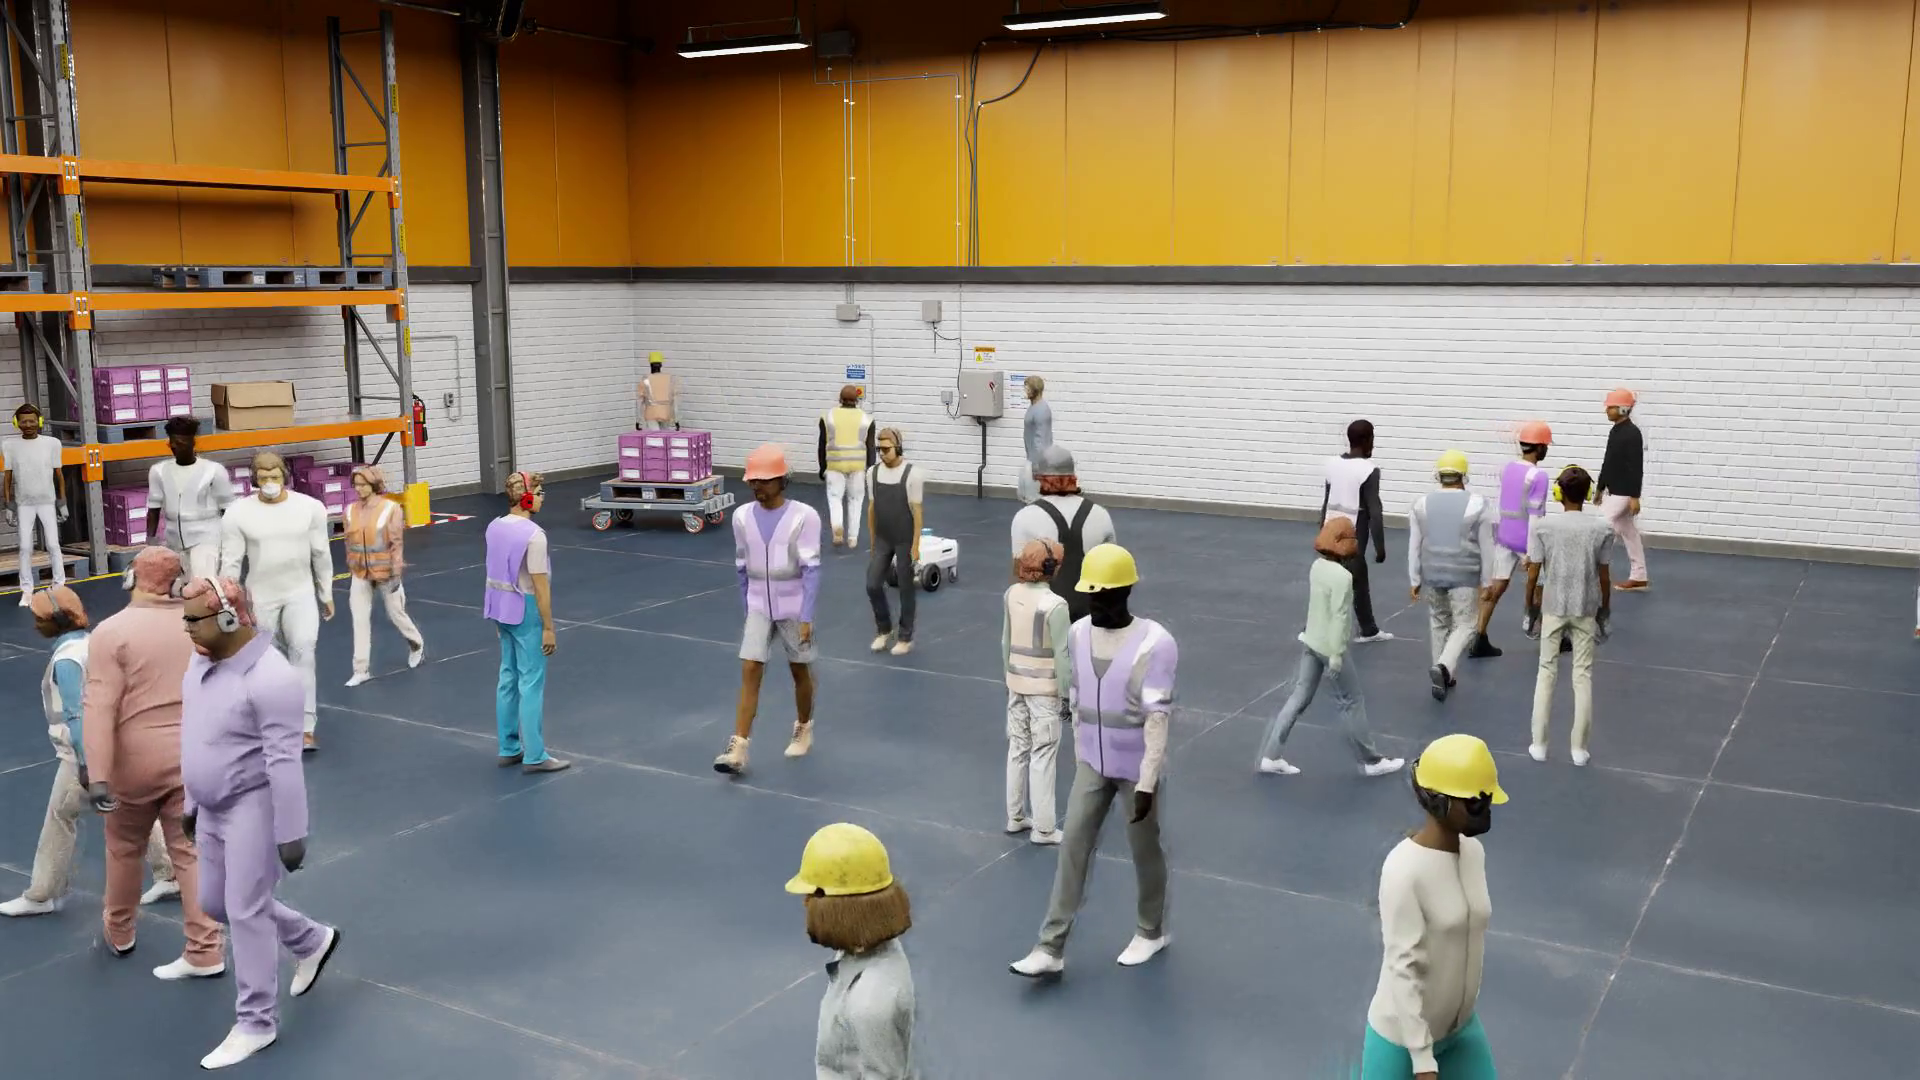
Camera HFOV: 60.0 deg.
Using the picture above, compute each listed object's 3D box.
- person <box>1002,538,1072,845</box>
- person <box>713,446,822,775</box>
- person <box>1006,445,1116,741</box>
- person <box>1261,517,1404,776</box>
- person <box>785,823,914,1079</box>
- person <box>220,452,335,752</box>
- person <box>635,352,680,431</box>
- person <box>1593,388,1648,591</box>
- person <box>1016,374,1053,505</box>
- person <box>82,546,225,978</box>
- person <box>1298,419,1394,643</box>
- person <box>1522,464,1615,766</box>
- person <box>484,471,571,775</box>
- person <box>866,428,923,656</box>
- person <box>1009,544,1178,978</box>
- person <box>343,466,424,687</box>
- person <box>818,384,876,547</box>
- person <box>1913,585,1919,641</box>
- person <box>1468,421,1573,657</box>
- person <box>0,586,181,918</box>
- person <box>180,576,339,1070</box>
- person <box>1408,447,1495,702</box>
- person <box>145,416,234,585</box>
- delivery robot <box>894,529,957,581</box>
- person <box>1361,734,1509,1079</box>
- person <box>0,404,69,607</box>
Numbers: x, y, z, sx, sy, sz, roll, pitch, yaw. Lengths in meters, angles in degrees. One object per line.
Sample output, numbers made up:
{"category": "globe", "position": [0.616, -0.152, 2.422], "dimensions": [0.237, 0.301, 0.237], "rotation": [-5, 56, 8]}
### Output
{"category": "person", "position": [0.414, 0.805, 8.865], "dimensions": [0.313, 1.635, 0.542], "rotation": [-6, 11, -34]}
{"category": "person", "position": [-1.154, 0.437, 10.070], "dimensions": [0.615, 1.989, 1.045], "rotation": [3, 10, 17]}
{"category": "person", "position": [0.639, 0.371, 10.306], "dimensions": [0.699, 2.000, 1.036], "rotation": [-3, 9, -16]}
{"category": "person", "position": [2.230, 0.647, 9.993], "dimensions": [0.877, 1.583, 0.522], "rotation": [-2, 9, -12]}
{"category": "person", "position": [-0.319, 1.527, 4.119], "dimensions": [0.882, 1.695, 0.512], "rotation": [0, 9, -1]}
{"category": "person", "position": [-4.299, 0.407, 10.497], "dimensions": [0.666, 1.901, 0.906], "rotation": [-4, 10, -22]}
{"category": "person", "position": [-4.462, -1.801, 24.326], "dimensions": [0.612, 1.884, 0.925], "rotation": [-5, 10, -28]}
{"category": "person", "position": [6.148, -0.468, 15.816], "dimensions": [0.989, 1.946, 0.650], "rotation": [1, 9, 8]}
{"category": "person", "position": [0.827, -0.860, 18.330], "dimensions": [0.443, 1.929, 0.649], "rotation": [0, 9, -2]}
{"category": "person", "position": [-3.524, 0.961, 7.250], "dimensions": [0.849, 1.847, 0.707], "rotation": [7, 12, 38]}
{"category": "person", "position": [3.129, -0.041, 13.424], "dimensions": [0.993, 1.877, 0.610], "rotation": [-4, 10, -22]}
{"category": "person", "position": [3.761, 0.461, 10.293], "dimensions": [0.523, 1.869, 0.357], "rotation": [3, 10, 18]}
{"category": "person", "position": [-2.672, 0.500, 10.104], "dimensions": [0.567, 1.844, 0.377], "rotation": [9, 12, 43]}
{"category": "person", "position": [-0.525, 0.022, 13.162], "dimensions": [0.517, 1.826, 0.480], "rotation": [4, 10, 22]}
{"category": "person", "position": [0.602, 0.966, 7.078], "dimensions": [0.591, 1.890, 0.919], "rotation": [8, 12, 40]}
{"category": "person", "position": [-4.340, 0.239, 12.434], "dimensions": [0.513, 1.614, 0.742], "rotation": [2, 9, 11]}
{"category": "person", "position": [-1.233, -0.793, 18.242], "dimensions": [0.645, 1.827, 0.619], "rotation": [-1, 9, -3]}
{"category": "person", "position": [8.339, -0.108, 13.719], "dimensions": [0.979, 1.893, 0.631], "rotation": [-3, 10, -21]}
{"category": "person", "position": [4.468, 0.001, 13.118], "dimensions": [0.985, 1.886, 0.552], "rotation": [-4, 10, -22]}
{"category": "person", "position": [-4.120, 0.991, 7.835], "dimensions": [0.853, 1.590, 0.518], "rotation": [-2, 9, -12]}
{"category": "person", "position": [-2.767, 1.055, 6.551], "dimensions": [0.691, 1.886, 0.627], "rotation": [7, 12, 38]}
{"category": "person", "position": [3.447, 0.252, 11.751], "dimensions": [0.591, 1.809, 0.689], "rotation": [7, 11, 36]}
{"category": "person", "position": [-5.963, 0.025, 12.802], "dimensions": [0.614, 1.932, 0.870], "rotation": [1, 9, 5]}
{"category": "delivery robot", "position": [-0.329, 0.134, 16.117], "dimensions": [0.477, 0.478, 0.707], "rotation": [6, 11, 32]}
{"category": "person", "position": [1.376, 1.404, 4.853], "dimensions": [0.531, 1.726, 0.873], "rotation": [-7, 12, -39]}
{"category": "person", "position": [-8.444, -0.320, 15.195], "dimensions": [0.515, 1.861, 0.320], "rotation": [-5, 10, -26]}
